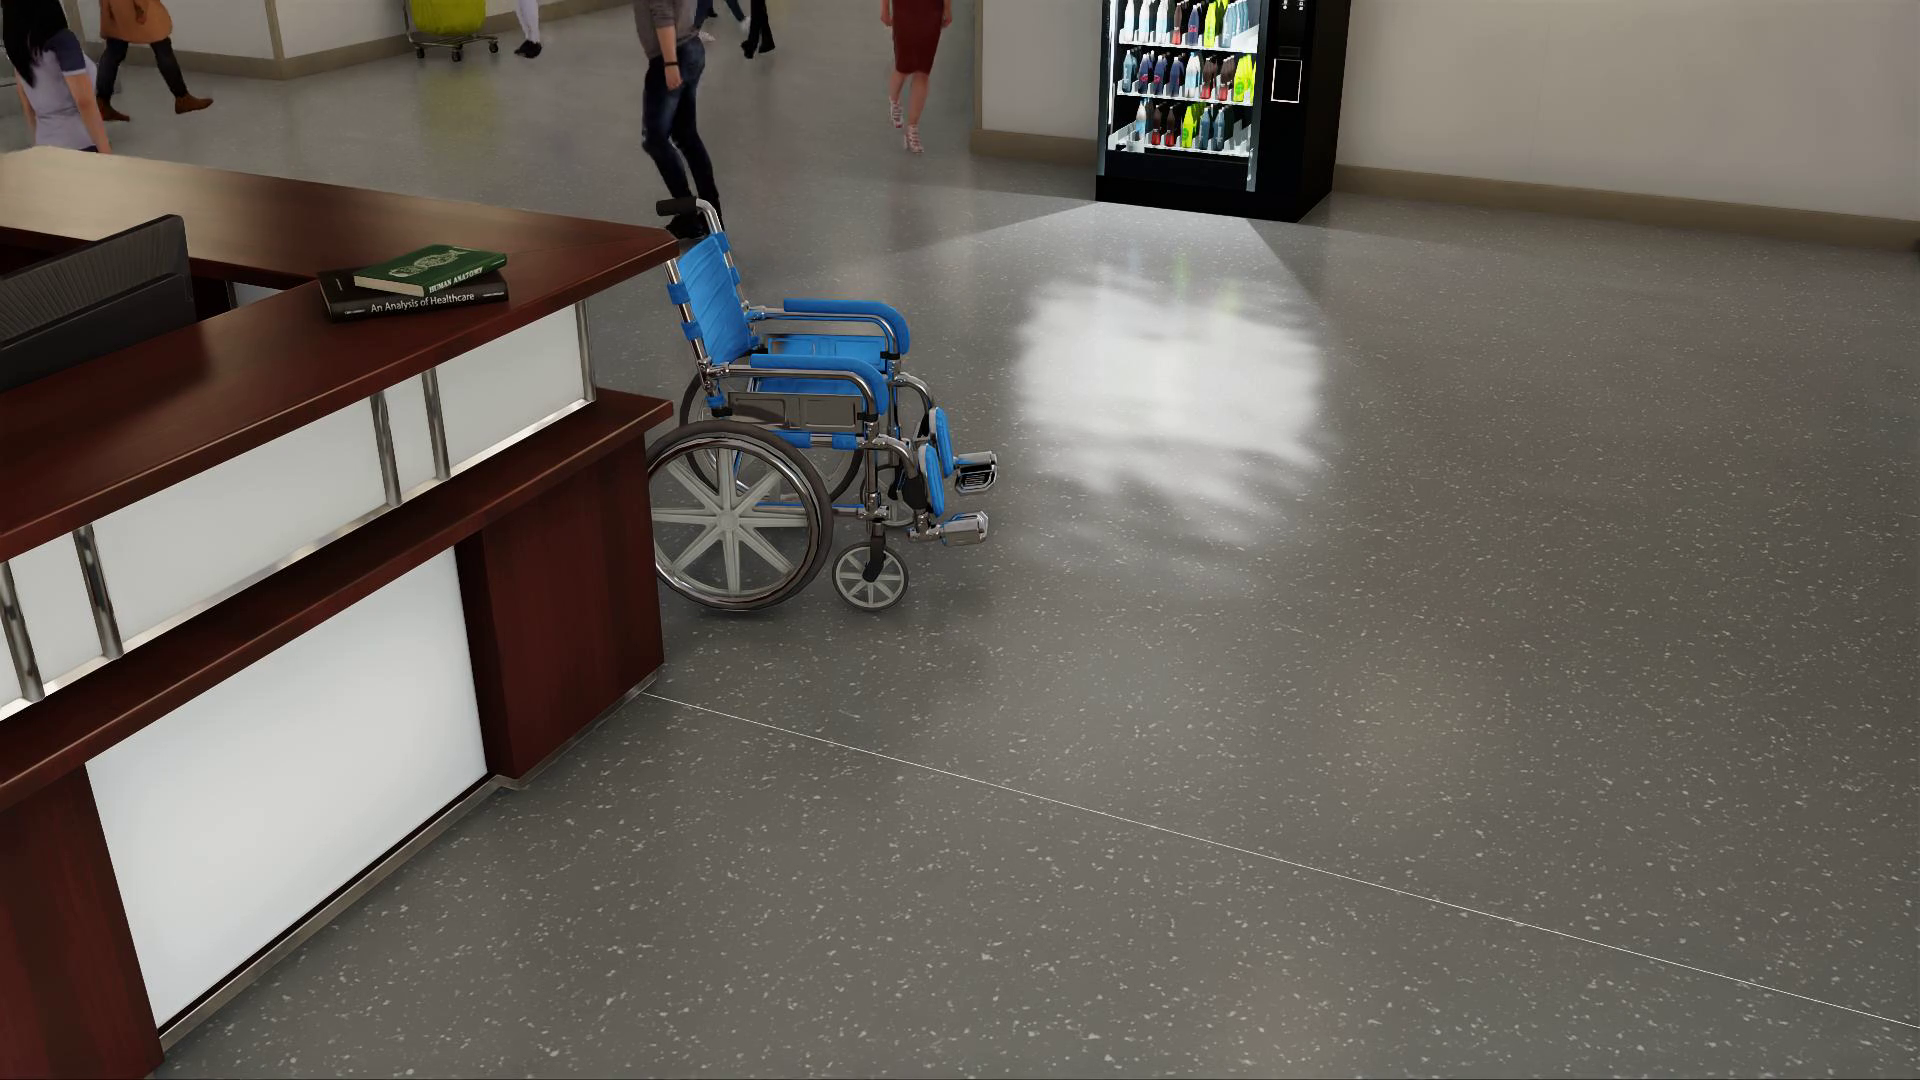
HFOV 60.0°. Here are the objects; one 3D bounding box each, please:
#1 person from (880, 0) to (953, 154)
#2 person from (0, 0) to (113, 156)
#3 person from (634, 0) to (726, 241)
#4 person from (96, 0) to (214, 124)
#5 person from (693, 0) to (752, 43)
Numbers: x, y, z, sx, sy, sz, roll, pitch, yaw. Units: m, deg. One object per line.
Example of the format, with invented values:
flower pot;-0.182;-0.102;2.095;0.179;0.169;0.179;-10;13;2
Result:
person;-0.295;-3.385;10.703;0.821;1.736;0.878;-6;26;-11
person;-3.910;-1.678;7.211;0.743;1.694;0.736;17;31;32
person;-1.448;-2.482;8.685;0.821;1.862;0.839;-3;26;-5
person;-5.748;-3.676;11.306;1.063;1.694;0.775;15;29;28
person;-2.192;-5.163;14.469;1.188;1.667;0.838;17;31;31
